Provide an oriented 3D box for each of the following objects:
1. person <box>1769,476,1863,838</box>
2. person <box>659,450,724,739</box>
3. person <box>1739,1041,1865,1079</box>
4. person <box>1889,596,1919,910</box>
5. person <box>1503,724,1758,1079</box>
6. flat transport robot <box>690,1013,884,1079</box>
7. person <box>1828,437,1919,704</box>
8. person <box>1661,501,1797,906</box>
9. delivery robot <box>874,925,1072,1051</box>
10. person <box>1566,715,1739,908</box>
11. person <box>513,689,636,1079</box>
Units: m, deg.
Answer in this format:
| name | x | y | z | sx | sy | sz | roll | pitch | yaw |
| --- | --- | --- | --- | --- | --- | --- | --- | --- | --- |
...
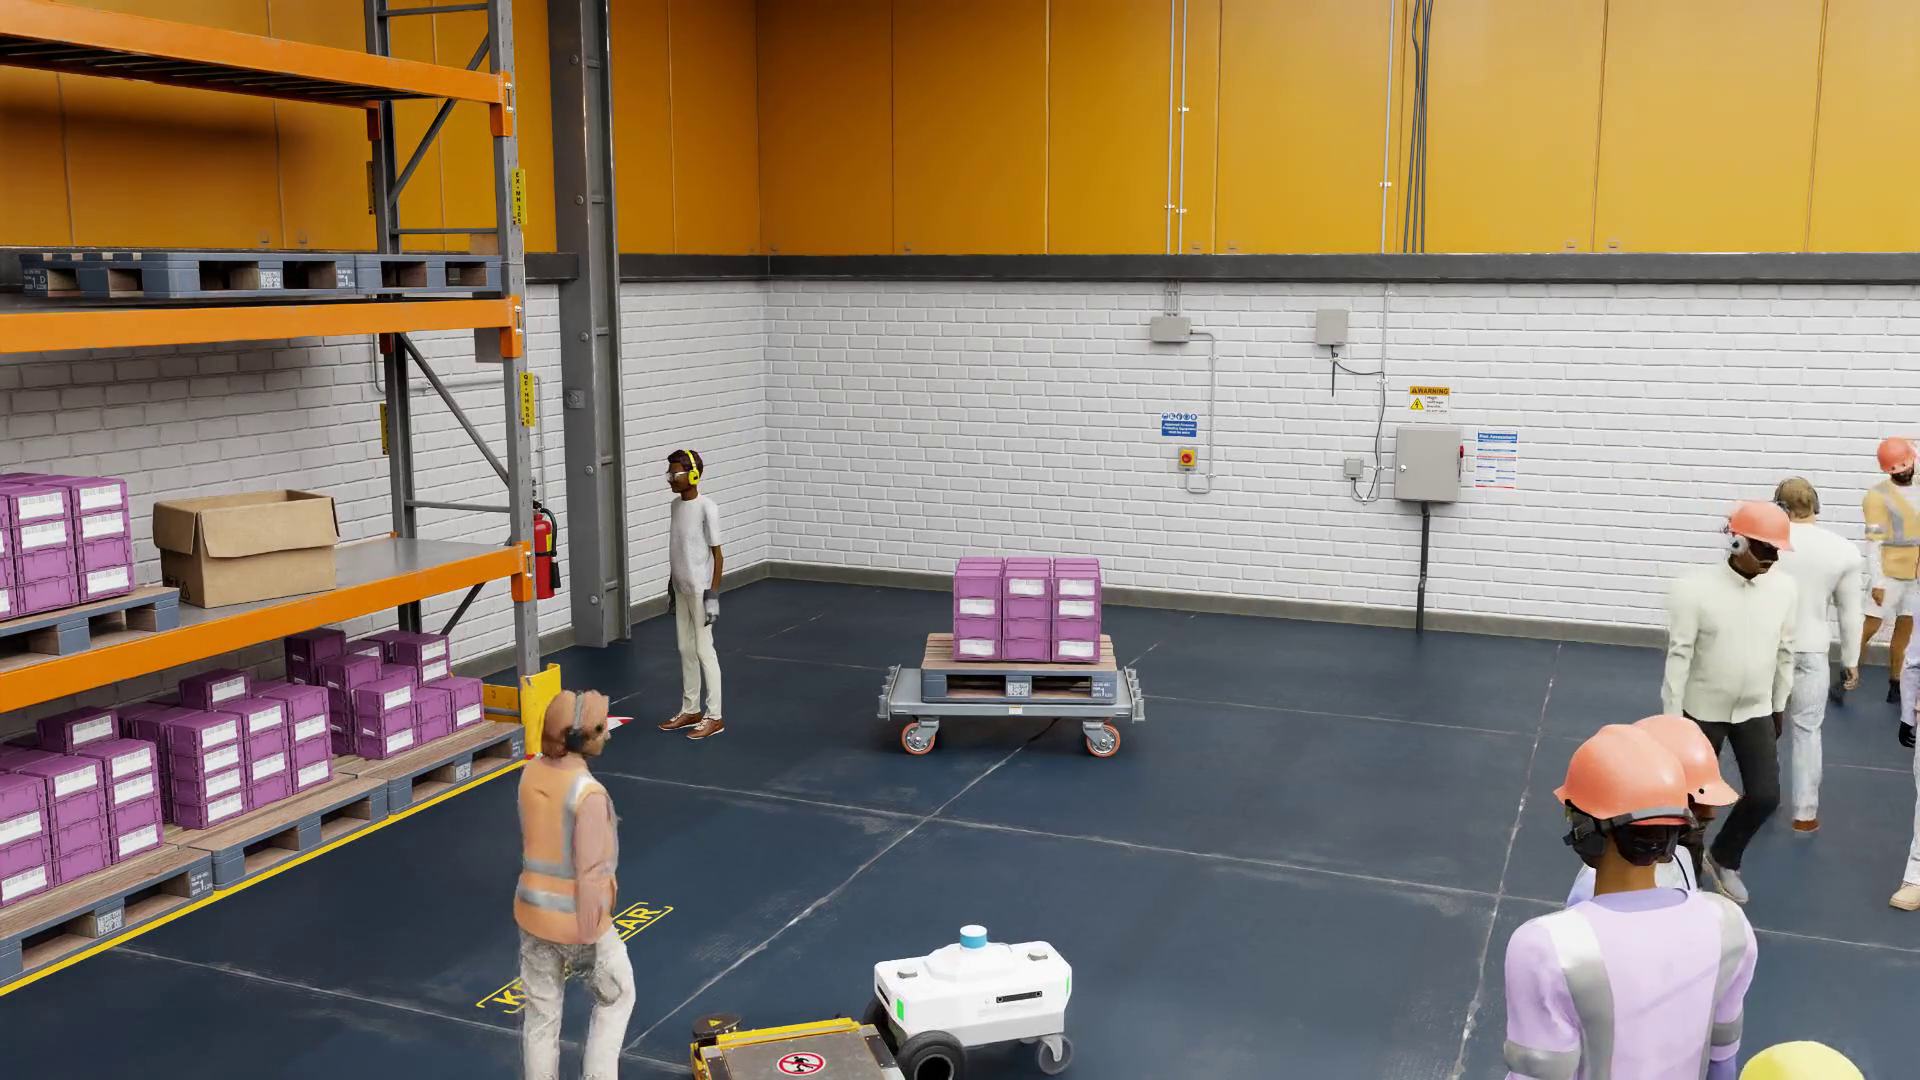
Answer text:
| name | x | y | z | sx | sy | sz | roll | pitch | yaw |
| --- | --- | --- | --- | --- | --- | --- | --- | --- | --- |
| person | 4.525 | 0.605 | 9.069 | 0.679 | 1.890 | 0.824 | 4 | 10 | 23 |
| person | -1.733 | 0.343 | 10.722 | 0.311 | 1.869 | 0.533 | -9 | 13 | -42 |
| person | 1.444 | 1.691 | 2.955 | 0.684 | 1.741 | 0.535 | -4 | 10 | -22 |
| person | 4.665 | 0.862 | 7.672 | 0.428 | 1.840 | 0.631 | -9 | 13 | -43 |
| person | 1.427 | 1.412 | 3.717 | 0.614 | 2.042 | 0.373 | -3 | 10 | -19 |
| flat transport robot | -0.496 | 1.974 | 5.673 | 0.652 | 0.197 | 1.431 | -3 | 10 | -17 |
| person | 6.367 | 0.222 | 11.428 | 0.697 | 1.886 | 0.446 | -4 | 10 | -25 |
| person | 3.537 | 0.792 | 7.690 | 0.655 | 1.971 | 0.428 | 0 | 9 | 1 |
| delivery robot | 0.052 | 1.691 | 6.243 | 0.707 | 0.478 | 0.477 | -3 | 10 | -18 |
| person | 1.722 | 1.383 | 4.211 | 0.354 | 1.939 | 0.545 | 7 | 12 | 38 |
| person | -1.308 | 1.298 | 5.688 | 0.492 | 1.621 | 0.441 | 6 | 11 | 33 |
